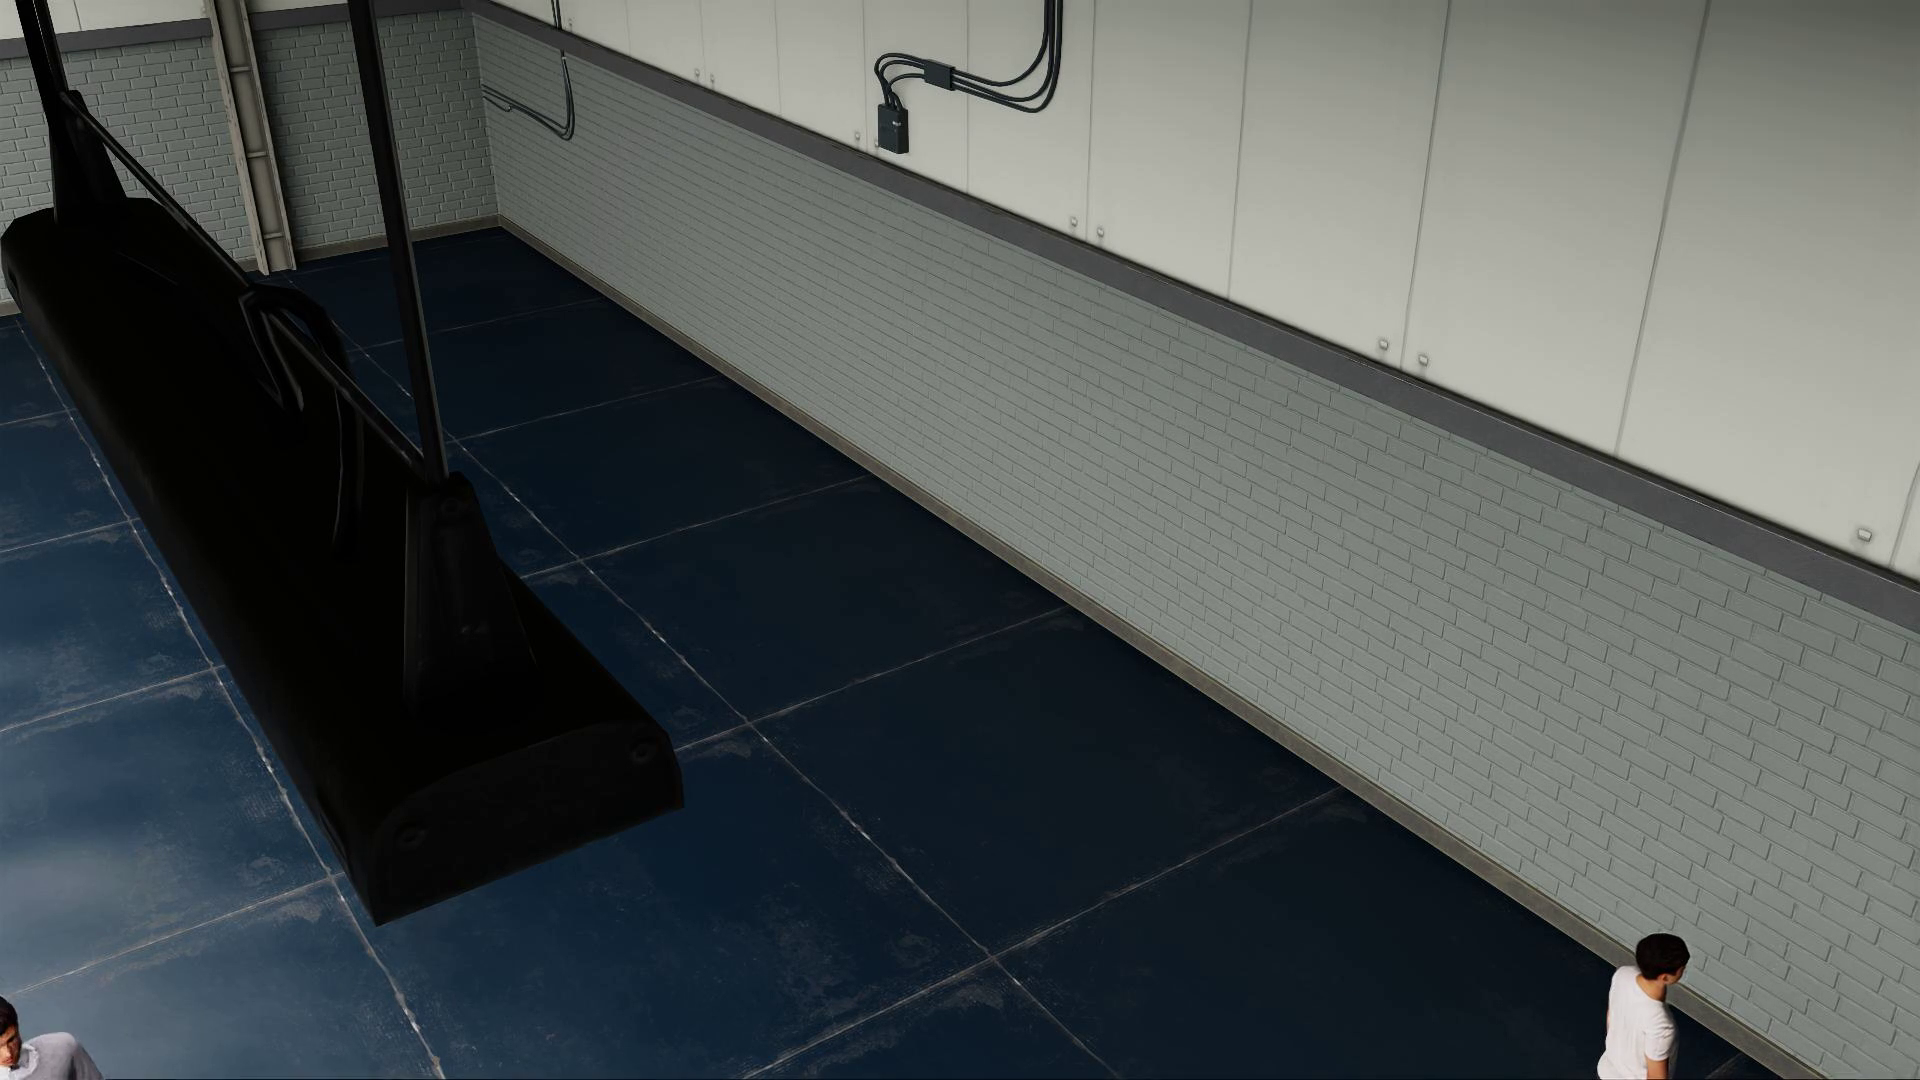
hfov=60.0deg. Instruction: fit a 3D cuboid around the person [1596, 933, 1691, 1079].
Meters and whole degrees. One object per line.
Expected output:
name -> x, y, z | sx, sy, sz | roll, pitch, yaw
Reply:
person -> 3.187, 2.556, 7.905 | 0.705, 1.722, 0.705 | -2, 28, -4
